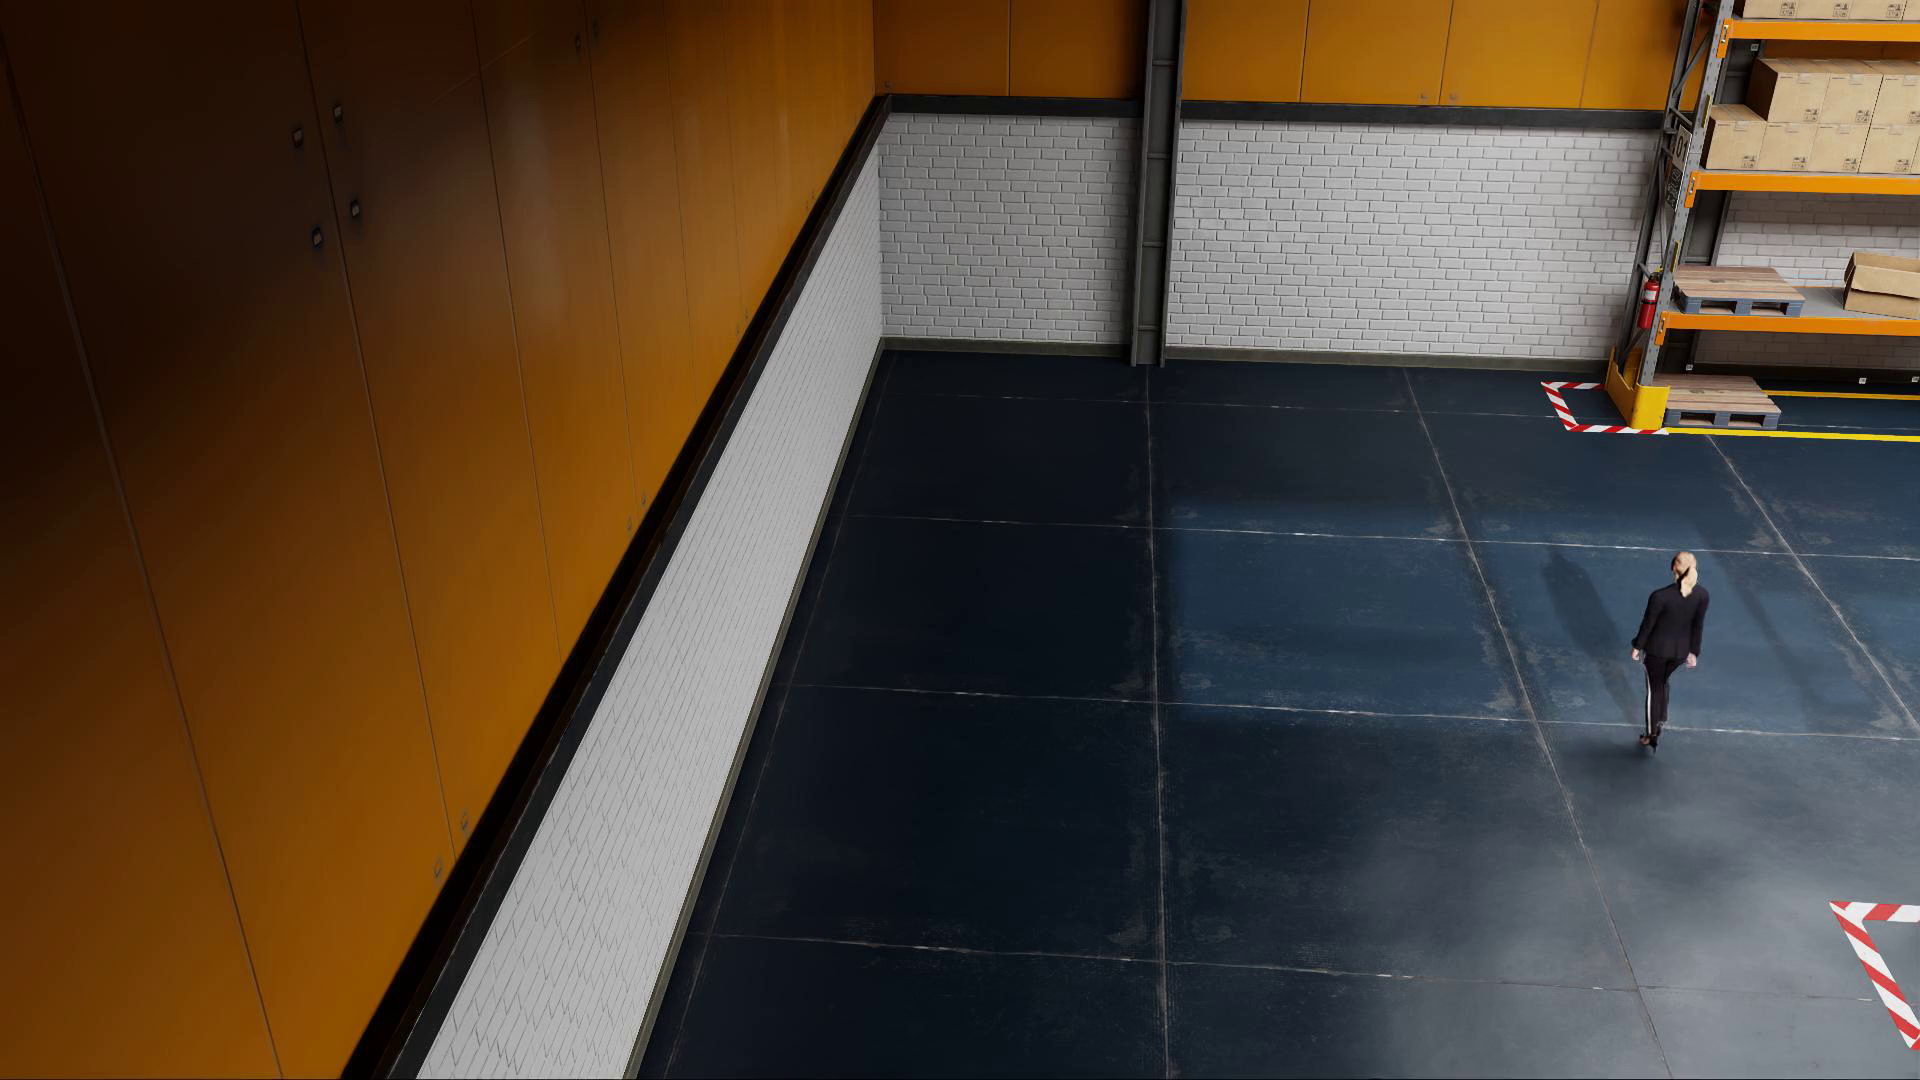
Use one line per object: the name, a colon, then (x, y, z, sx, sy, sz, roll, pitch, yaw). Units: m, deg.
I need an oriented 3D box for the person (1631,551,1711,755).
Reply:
person: (5.315, 0.895, 12.430, 0.557, 1.696, 0.740, -3, 29, -5)
